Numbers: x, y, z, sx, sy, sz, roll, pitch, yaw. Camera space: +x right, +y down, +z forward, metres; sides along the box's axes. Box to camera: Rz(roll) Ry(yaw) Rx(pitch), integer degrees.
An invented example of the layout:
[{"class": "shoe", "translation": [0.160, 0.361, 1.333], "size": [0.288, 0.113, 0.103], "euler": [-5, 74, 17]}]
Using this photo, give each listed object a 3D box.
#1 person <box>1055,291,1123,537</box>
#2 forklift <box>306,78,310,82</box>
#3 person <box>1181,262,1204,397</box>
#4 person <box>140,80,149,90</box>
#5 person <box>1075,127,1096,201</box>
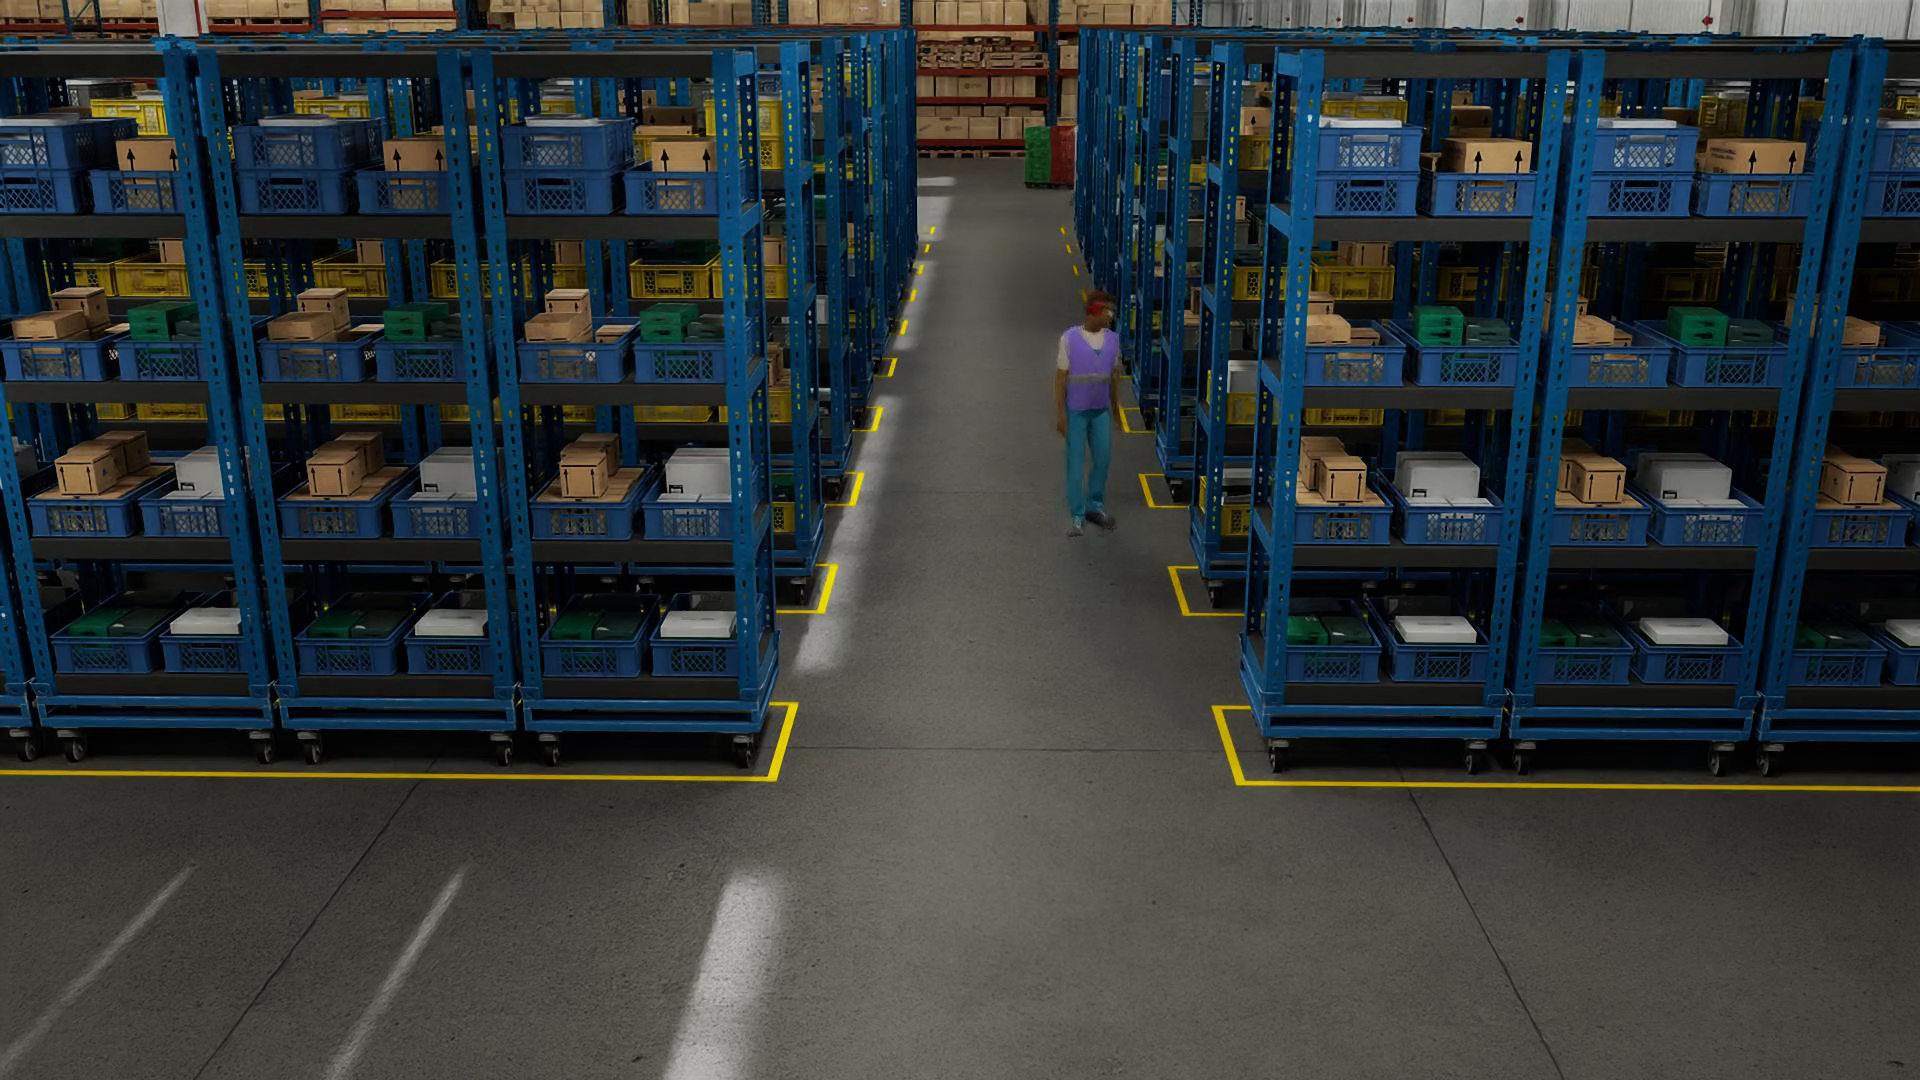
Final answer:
[{"class": "person", "translation": [0.930, -0.947, 12.421], "size": [0.619, 1.813, 0.388], "euler": [-11, 21, -32]}, {"class": "forklift", "translation": [-17.001, -11.338, 43.772], "size": [1.873, 2.768, 1.129], "euler": [0, 17, 1]}, {"class": "person", "translation": [2.349, -2.377, 16.937], "size": [0.404, 1.829, 0.600], "euler": [-1, 17, -4]}, {"class": "person", "translation": [-26.012, -13.773, 53.241], "size": [0.429, 1.841, 0.633], "euler": [4, 18, 13]}, {"class": "person", "translation": [2.701, -8.043, 34.877], "size": [0.604, 1.909, 0.865], "euler": [10, 20, 28]}]
